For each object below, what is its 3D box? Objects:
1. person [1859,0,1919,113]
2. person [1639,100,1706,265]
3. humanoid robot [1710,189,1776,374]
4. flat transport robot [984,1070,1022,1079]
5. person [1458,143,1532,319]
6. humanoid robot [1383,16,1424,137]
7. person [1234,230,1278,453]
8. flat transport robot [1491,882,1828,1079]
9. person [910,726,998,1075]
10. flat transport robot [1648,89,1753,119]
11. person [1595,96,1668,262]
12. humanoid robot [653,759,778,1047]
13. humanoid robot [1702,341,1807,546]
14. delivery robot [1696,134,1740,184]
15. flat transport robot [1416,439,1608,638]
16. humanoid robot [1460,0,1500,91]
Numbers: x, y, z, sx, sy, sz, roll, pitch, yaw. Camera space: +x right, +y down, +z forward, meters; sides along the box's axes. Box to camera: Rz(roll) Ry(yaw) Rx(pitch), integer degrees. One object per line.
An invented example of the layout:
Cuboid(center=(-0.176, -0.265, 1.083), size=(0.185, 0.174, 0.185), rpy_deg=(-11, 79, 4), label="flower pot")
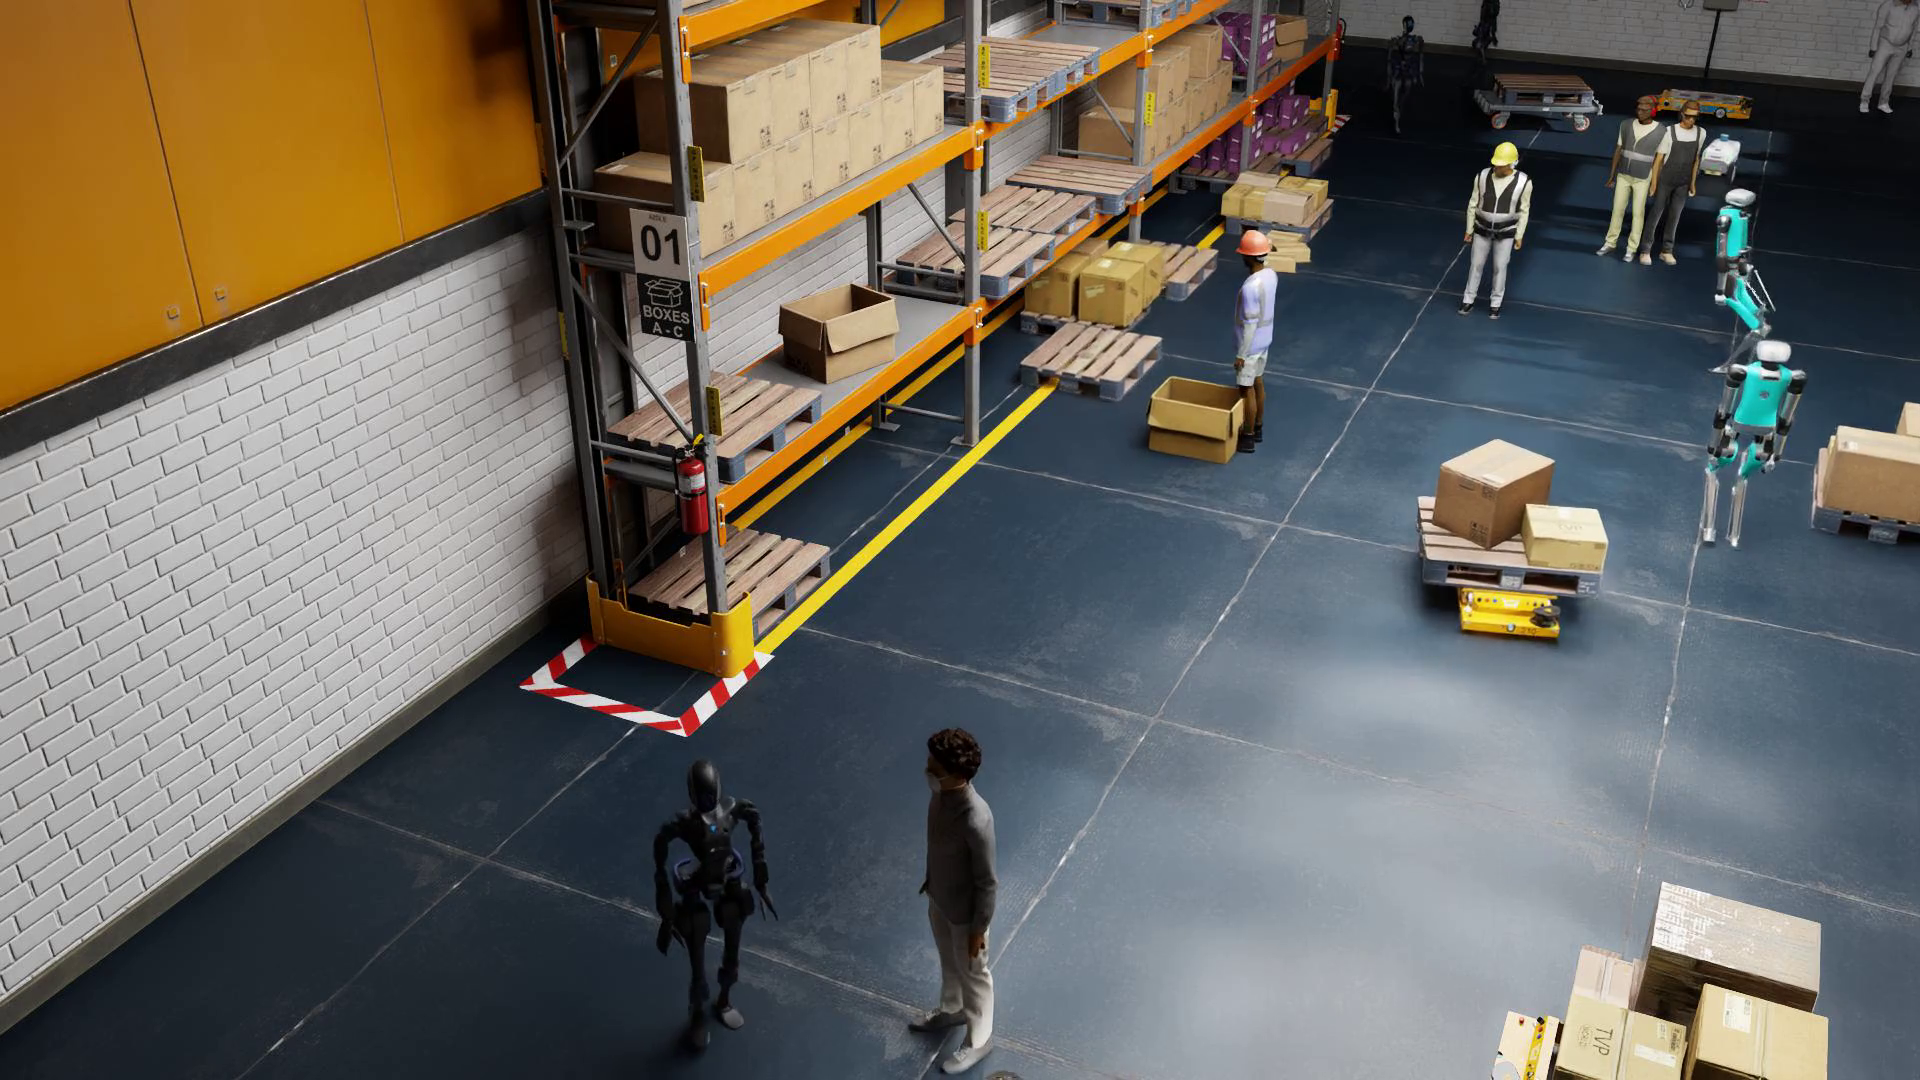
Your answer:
Cuboid(center=(13.700, -7.240, 24.431), size=(0.651, 1.904, 0.405), rpy_deg=(0, 28, 0), label="person")
Cuboid(center=(7.896, -3.953, 18.400), size=(0.513, 1.842, 0.325), rpy_deg=(-1, 28, -2), label="person")
Cuboid(center=(7.395, -2.344, 15.538), size=(0.606, 1.783, 0.820), rpy_deg=(-24, 37, -37), label="humanoid robot")
Cuboid(center=(0.251, 2.954, 7.251), size=(0.659, 0.231, 1.431), rpy_deg=(8, 29, 14), label="flat transport robot")
Cuboid(center=(5.443, -3.148, 16.929), size=(0.594, 1.821, 0.403), rpy_deg=(13, 31, 23), label="person")
Cuboid(center=(6.257, -6.514, 23.370), size=(0.584, 1.627, 0.763), rpy_deg=(-5, 29, -9), label="humanoid robot")
Cuboid(center=(2.446, -1.675, 14.081), size=(0.371, 1.933, 0.547), rpy_deg=(15, 32, 25), label="person")
Cuboid(center=(3.262, 2.645, 7.824), size=(1.431, 0.231, 0.659), rpy_deg=(13, 31, 22), label="flat transport robot")
Cuboid(center=(0.004, 1.688, 7.883), size=(0.377, 1.896, 0.545), rpy_deg=(-14, 31, -24), label="person")
Cuboid(center=(11.016, -6.498, 24.777), size=(1.431, 0.231, 0.659), rpy_deg=(13, 31, 22), label="flat transport robot")
Cuboid(center=(7.537, -4.042, 18.565), size=(0.373, 1.840, 0.568), rpy_deg=(-25, 37, -38), label="person")
Cuboid(center=(-1.188, 1.731, 8.041), size=(0.604, 1.647, 0.350), rpy_deg=(-13, 31, -23), label="humanoid robot")
Cuboid(center=(5.901, -0.743, 12.562), size=(0.538, 1.768, 0.762), rpy_deg=(7, 29, 12), label="humanoid robot")
Cuboid(center=(9.893, -4.991, 21.649), size=(0.499, 0.564, 0.744), rpy_deg=(17, 33, 29), label="delivery robot")
Cuboid(center=(3.985, 0.259, 12.249), size=(0.659, 0.231, 1.431), rpy_deg=(5, 29, 9), label="flat transport robot")
Cuboid(center=(8.136, -7.757, 25.658), size=(0.707, 1.630, 0.587), rpy_deg=(22, 35, 34), label="humanoid robot")
